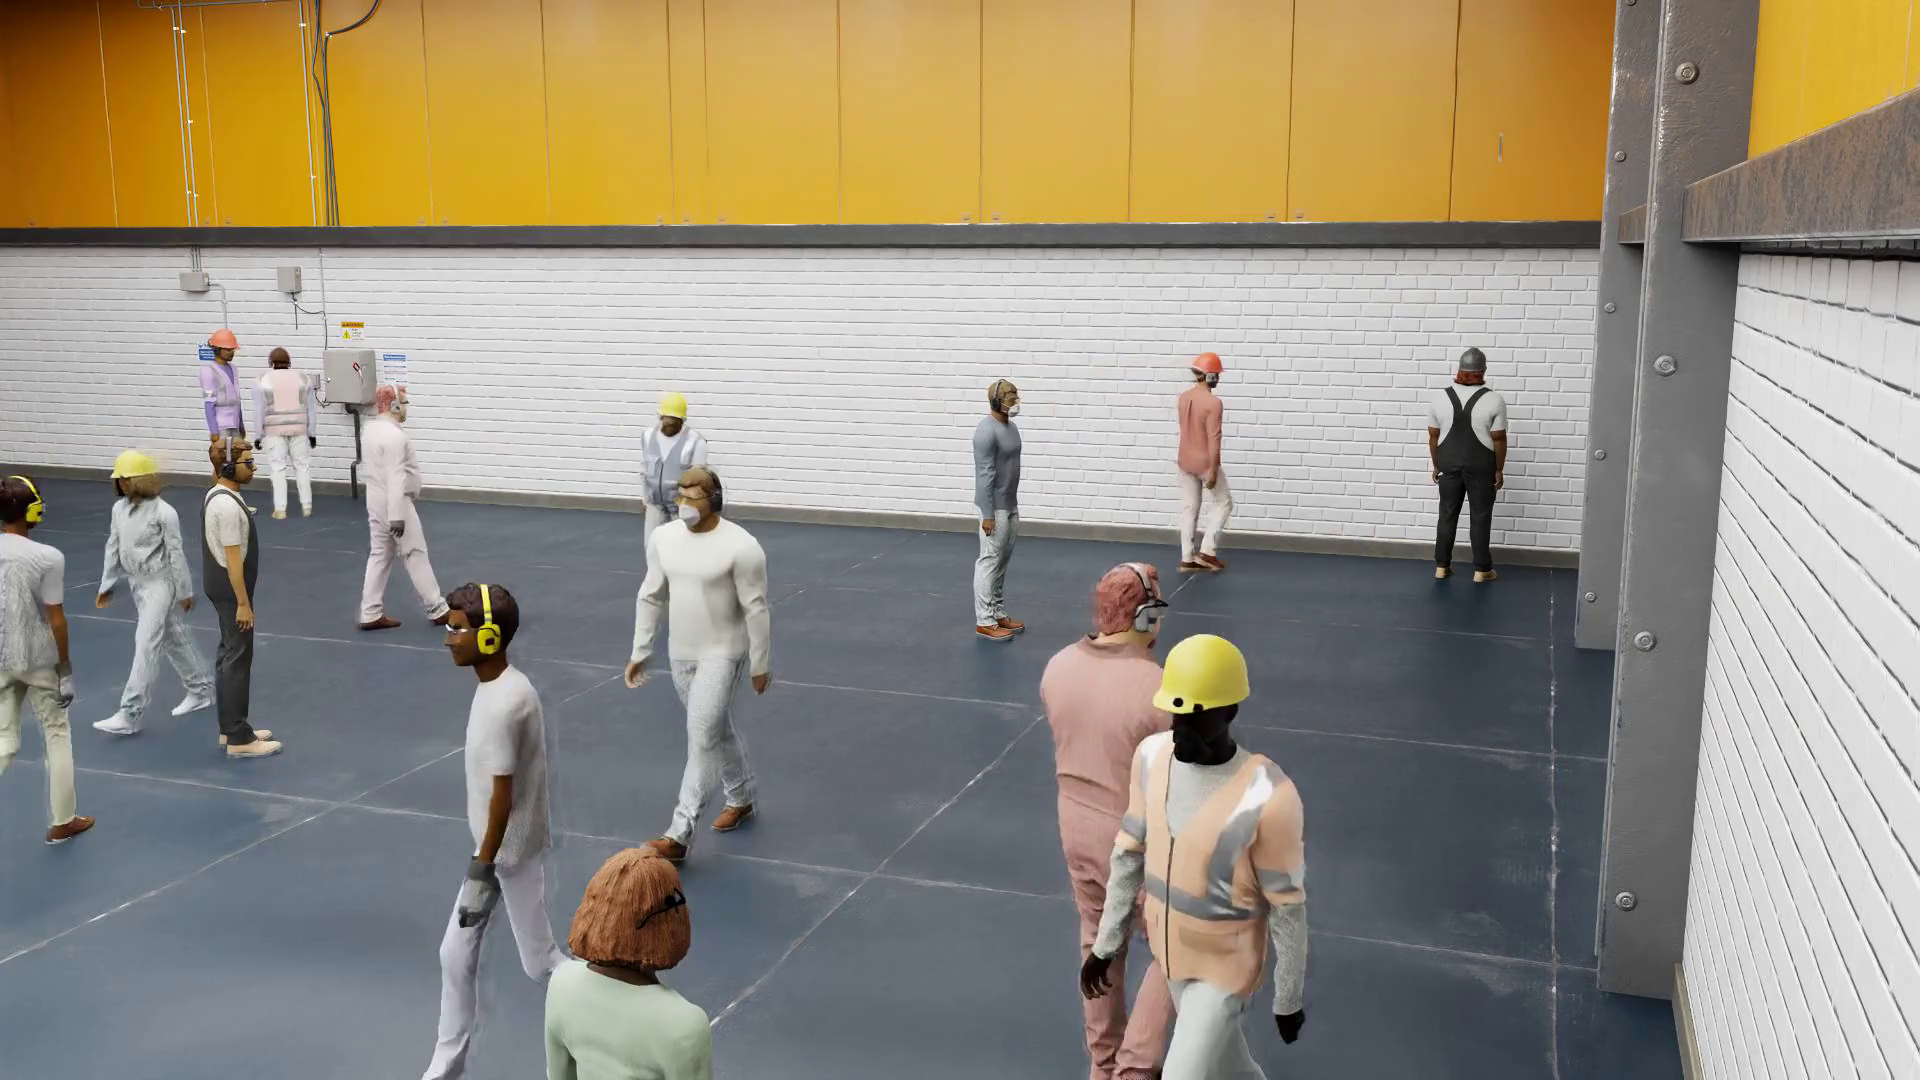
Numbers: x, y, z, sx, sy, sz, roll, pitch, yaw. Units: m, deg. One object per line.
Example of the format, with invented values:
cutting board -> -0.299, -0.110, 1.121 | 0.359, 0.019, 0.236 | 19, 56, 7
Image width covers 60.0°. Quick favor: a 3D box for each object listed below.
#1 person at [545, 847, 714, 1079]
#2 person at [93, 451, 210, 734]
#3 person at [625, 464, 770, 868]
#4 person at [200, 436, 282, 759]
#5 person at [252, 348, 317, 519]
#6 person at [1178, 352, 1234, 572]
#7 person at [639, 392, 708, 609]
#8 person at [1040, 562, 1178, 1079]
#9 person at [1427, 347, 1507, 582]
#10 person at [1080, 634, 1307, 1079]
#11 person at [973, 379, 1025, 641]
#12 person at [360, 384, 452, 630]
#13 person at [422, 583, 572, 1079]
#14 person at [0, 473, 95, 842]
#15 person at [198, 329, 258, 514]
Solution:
person -> -0.697, 1.470, 3.688 | 0.497, 1.633, 0.285 | 7, 12, 34
person -> -4.954, 0.300, 10.093 | 0.495, 1.695, 0.889 | 6, 12, 29
person -> -1.276, 0.580, 7.978 | 0.641, 1.882, 1.021 | 6, 12, 31
person -> -4.153, 0.325, 9.540 | 0.325, 1.843, 0.517 | -6, 12, -30
person -> -7.250, -1.142, 17.873 | 0.648, 1.834, 0.460 | -7, 12, -34
person -> 2.189, -0.686, 14.859 | 0.483, 1.980, 0.619 | -6, 12, -33
person -> -2.273, -0.296, 13.217 | 0.620, 1.782, 0.574 | 3, 10, 14
person -> 0.568, 1.007, 5.557 | 0.450, 1.891, 0.657 | -8, 13, -39
person -> 4.458, -0.663, 14.553 | 0.684, 2.000, 0.538 | 7, 12, 34
person -> 0.704, 1.167, 4.733 | 1.010, 1.876, 0.591 | -7, 12, -33
person -> 0.291, -0.232, 12.410 | 0.355, 1.938, 0.636 | 4, 11, 20
person -> -4.235, -0.250, 12.689 | 0.818, 1.868, 0.672 | -8, 13, -37
person -> -1.486, 1.036, 5.590 | 0.924, 1.835, 0.516 | -5, 11, -25
person -> -4.504, 0.614, 7.920 | 0.517, 1.852, 0.735 | 0, 10, 0
person -> -7.856, -1.238, 17.840 | 0.409, 2.031, 0.608 | 1, 10, 5
